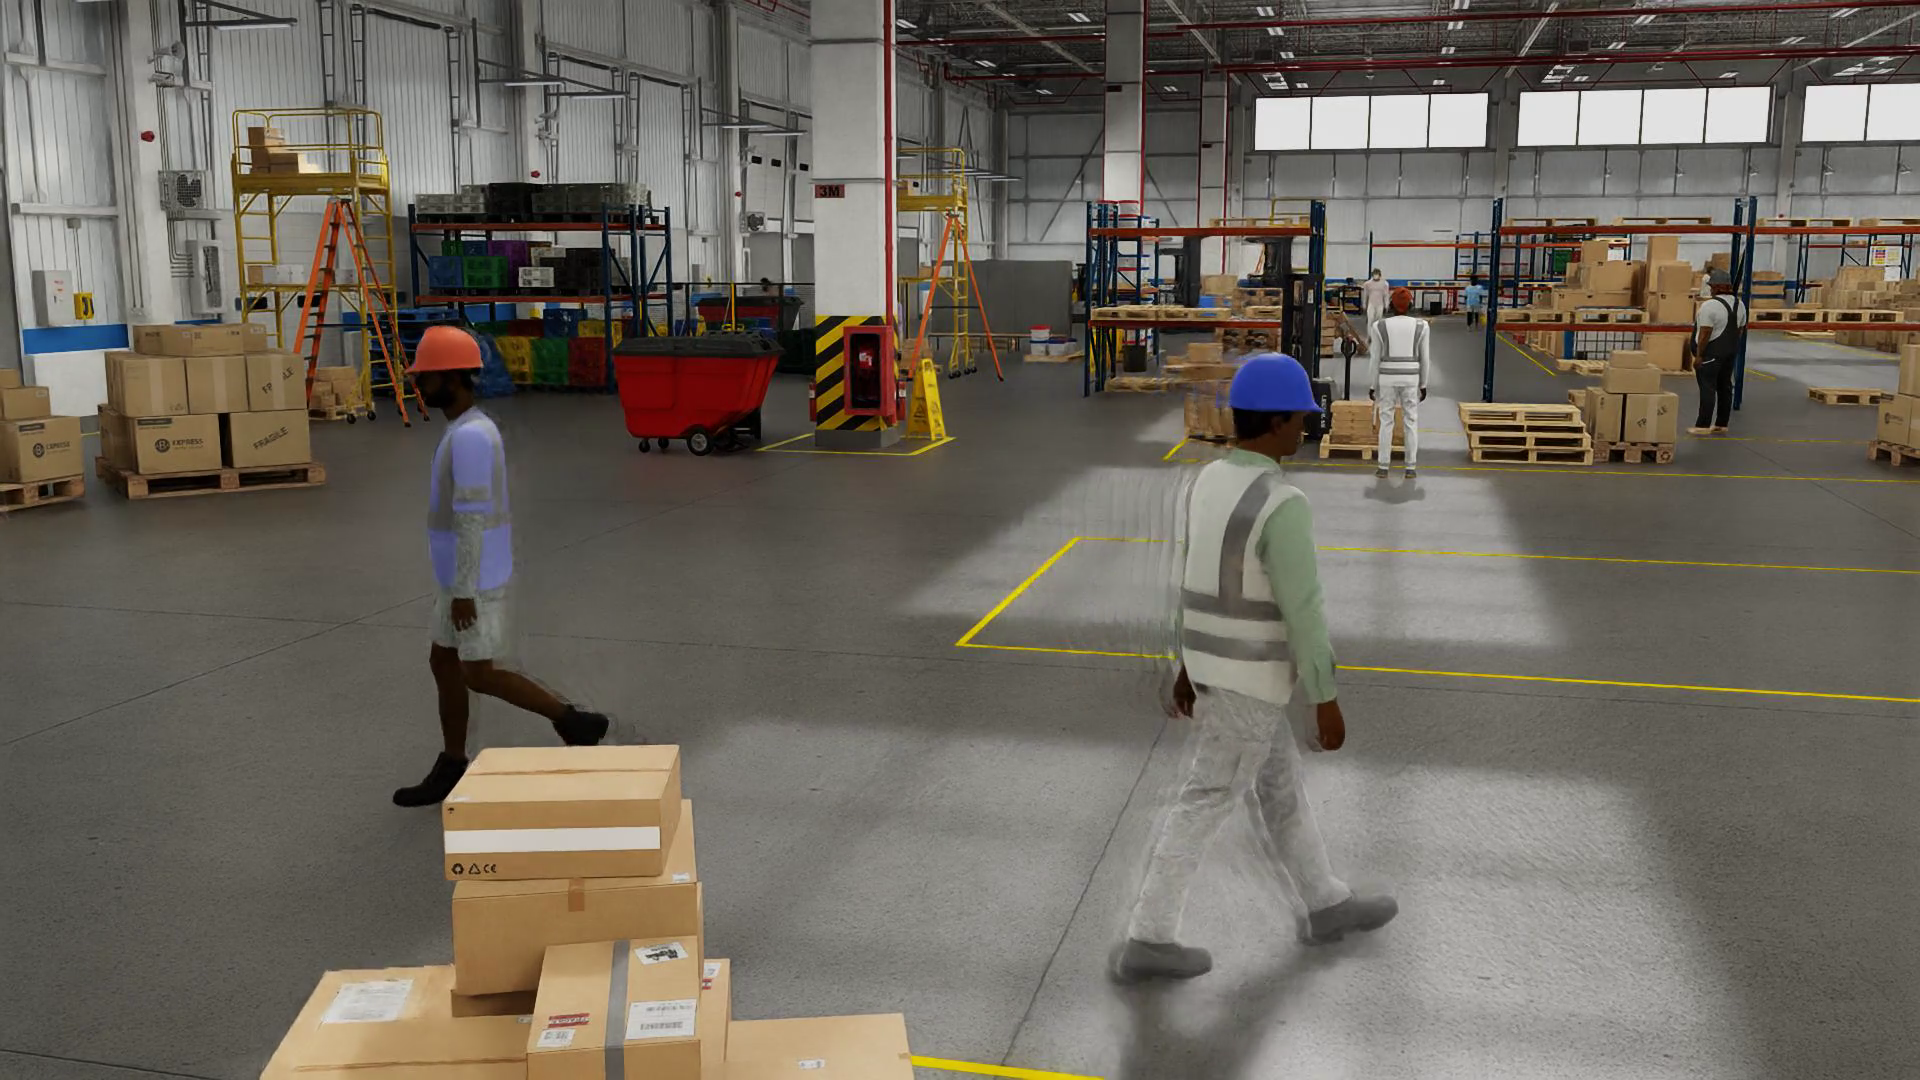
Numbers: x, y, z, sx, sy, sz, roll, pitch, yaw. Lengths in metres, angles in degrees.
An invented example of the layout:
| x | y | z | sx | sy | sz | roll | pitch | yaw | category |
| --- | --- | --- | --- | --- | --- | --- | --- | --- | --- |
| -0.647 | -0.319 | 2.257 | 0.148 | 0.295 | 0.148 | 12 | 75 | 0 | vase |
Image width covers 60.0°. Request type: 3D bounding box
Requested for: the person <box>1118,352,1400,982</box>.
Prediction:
| x | y | z | sx | sy | sz | roll | pitch | yaw | category |
| --- | --- | --- | --- | --- | --- | --- | --- | --- | --- |
| 0.912 | 0.388 | 5.018 | 0.991 | 1.893 | 0.638 | -3 | 10 | -15 | person |

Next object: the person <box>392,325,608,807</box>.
| x | y | z | sx | sy | sz | roll | pitch | yaw | category |
| --- | --- | --- | --- | --- | --- | --- | --- | --- | --- |
| -1.854 | 0.111 | 6.582 | 0.768 | 1.921 | 0.546 | -4 | 10 | -22 | person |

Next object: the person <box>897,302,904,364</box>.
| x | y | z | sx | sy | sz | roll | pitch | yaw | category |
| --- | --- | --- | --- | --- | --- | --- | --- | --- | --- |
| -1.074 | -2.661 | 22.907 | 0.626 | 1.922 | 0.379 | -3 | 10 | -19 | person |

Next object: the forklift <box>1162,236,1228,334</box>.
| x | y | z | sx | sy | sz | roll | pitch | yaw | category |
| --- | --- | --- | --- | --- | --- | --- | --- | --- | --- |
| 6.533 | -7.204 | 46.819 | 1.873 | 2.768 | 1.129 | -1 | 10 | -6 | forklift |

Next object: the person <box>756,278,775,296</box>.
| x | y | z | sx | sy | sz | roll | pitch | yaw | category |
| --- | --- | --- | --- | --- | --- | --- | --- | --- | --- |
| -4.762 | -5.561 | 40.652 | 0.541 | 1.686 | 0.352 | 5 | 11 | 26 | person |

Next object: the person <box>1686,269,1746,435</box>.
| x | y | z | sx | sy | sz | roll | pitch | yaw | category |
| --- | --- | --- | --- | --- | --- | --- | --- | --- | --- |
| 9.269 | -2.314 | 20.494 | 0.682 | 2.000 | 0.537 | -5 | 11 | -26 | person |

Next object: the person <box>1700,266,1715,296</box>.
| x | y | z | sx | sy | sz | roll | pitch | yaw | category |
| --- | --- | --- | --- | --- | --- | --- | --- | --- | --- |
| 22.818 | -7.405 | 50.821 | 0.372 | 1.931 | 0.627 | 5 | 11 | 26 | person |

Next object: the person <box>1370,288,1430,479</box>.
| x | y | z | sx | sy | sz | roll | pitch | yaw | category |
| --- | --- | --- | --- | --- | --- | --- | --- | --- | --- |
| 4.320 | -1.537 | 16.387 | 0.573 | 1.883 | 0.356 | 1 | 10 | 9 | person |

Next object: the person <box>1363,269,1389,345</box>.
| x | y | z | sx | sy | sz | roll | pitch | yaw | category |
| --- | --- | --- | --- | --- | --- | --- | --- | --- | --- |
| 10.451 | -5.857 | 41.809 | 0.635 | 1.884 | 1.014 | 2 | 10 | 9 | person |

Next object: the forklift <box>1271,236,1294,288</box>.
| x | y | z | sx | sy | sz | roll | pitch | yaw | category |
| --- | --- | --- | --- | --- | --- | --- | --- | --- | --- |
| 9.873 | -7.929 | 51.092 | 1.873 | 2.768 | 1.129 | -2 | 10 | -12 | forklift |

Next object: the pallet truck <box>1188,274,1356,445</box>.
| x | y | z | sx | sy | sz | roll | pitch | yaw | category |
| --- | --- | --- | --- | --- | --- | --- | --- | --- | --- |
| 3.653 | -2.138 | 19.590 | 1.885 | 1.965 | 0.823 | -4 | 10 | -20 | pallet truck |

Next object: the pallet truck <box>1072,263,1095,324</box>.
| x | y | z | sx | sy | sz | roll | pitch | yaw | category |
| --- | --- | --- | --- | --- | --- | --- | --- | --- | --- |
| 4.325 | -8.180 | 55.162 | 0.823 | 1.965 | 1.885 | 6 | 11 | 31 | pallet truck |

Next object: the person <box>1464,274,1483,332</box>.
| x | y | z | sx | sy | sz | roll | pitch | yaw | category |
| --- | --- | --- | --- | --- | --- | --- | --- | --- | --- |
| 15.036 | -6.935 | 48.737 | 0.545 | 1.683 | 0.423 | 4 | 11 | 24 | person |

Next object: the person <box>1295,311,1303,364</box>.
| x | y | z | sx | sy | sz | roll | pitch | yaw | category |
| --- | --- | --- | --- | --- | --- | --- | --- | --- | --- |
| 6.621 | -4.104 | 31.940 | 0.323 | 1.736 | 0.488 | 6 | 11 | 30 | person |
